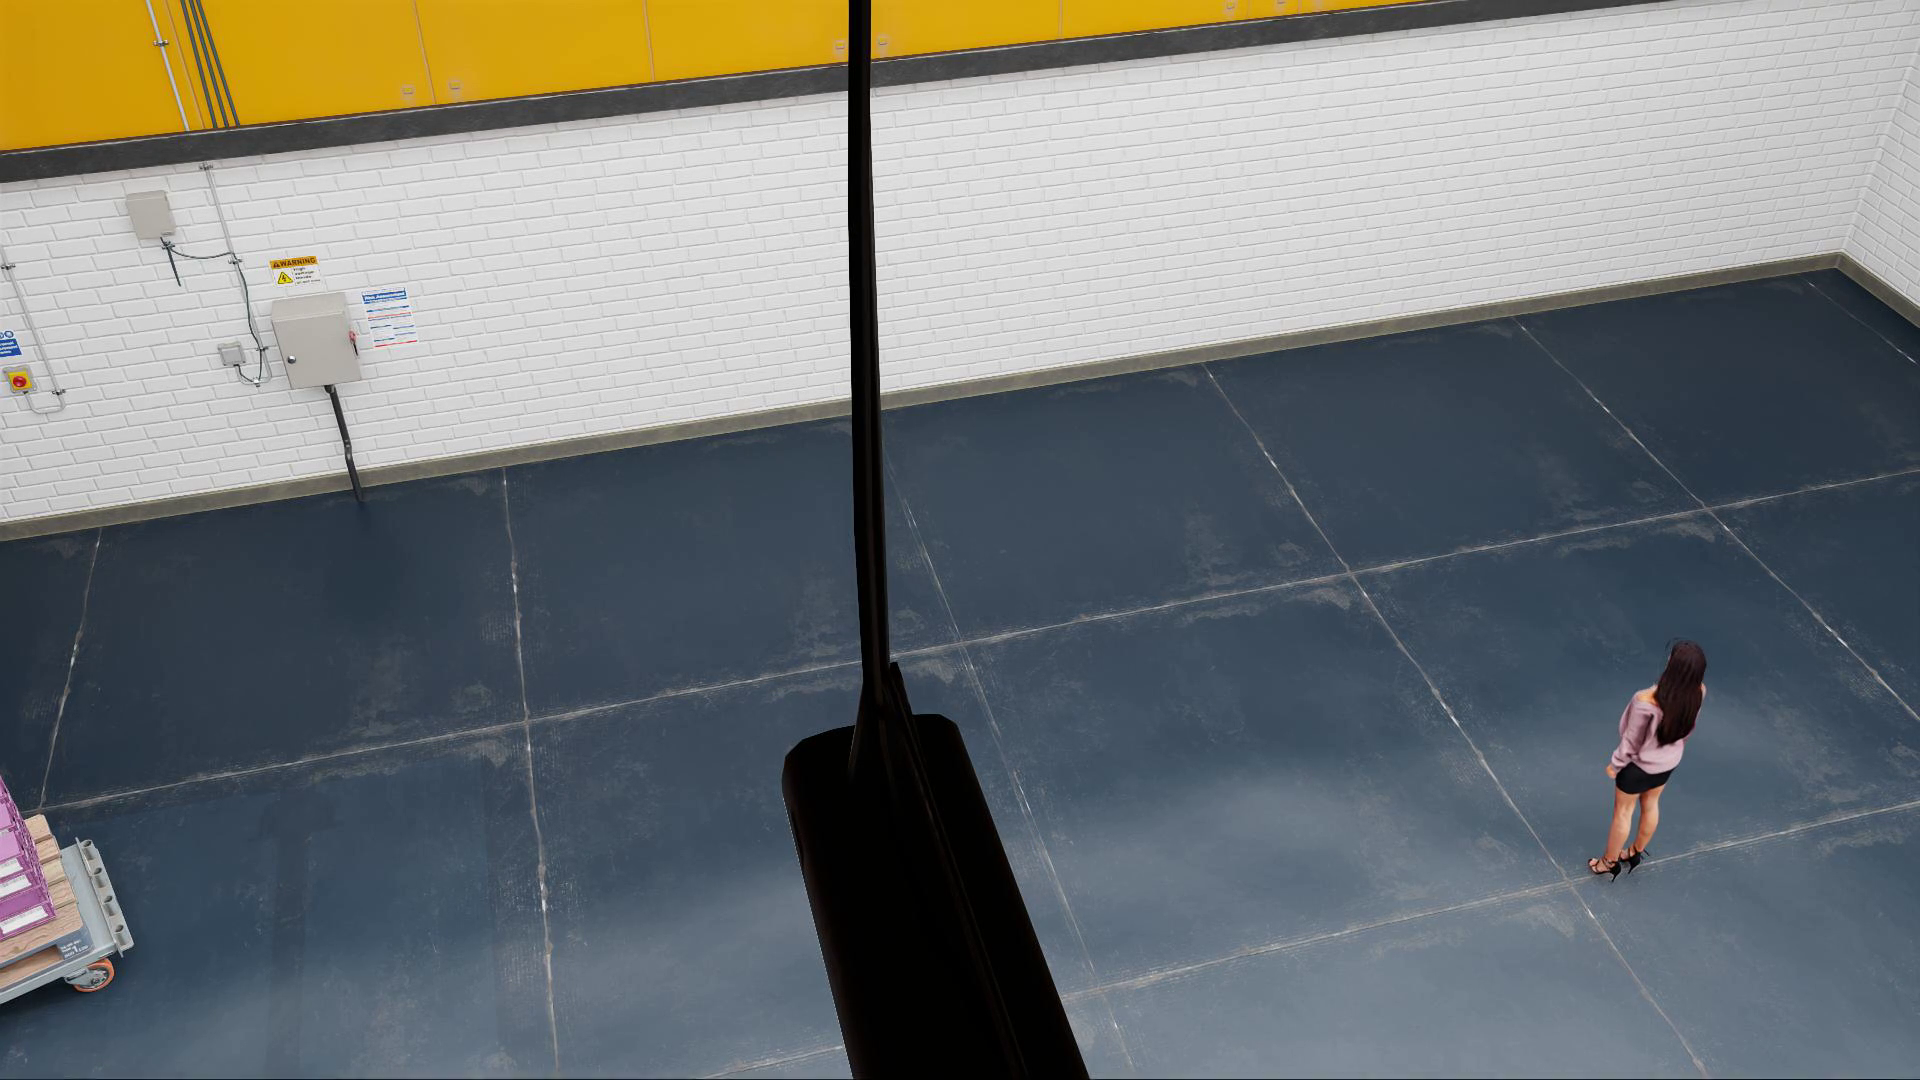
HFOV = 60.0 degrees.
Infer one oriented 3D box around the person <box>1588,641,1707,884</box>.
[{"bbox_3d":[3.934,1.277,9.487,0.611,1.811,0.513,-10,40,-12],"label":"person"}]
